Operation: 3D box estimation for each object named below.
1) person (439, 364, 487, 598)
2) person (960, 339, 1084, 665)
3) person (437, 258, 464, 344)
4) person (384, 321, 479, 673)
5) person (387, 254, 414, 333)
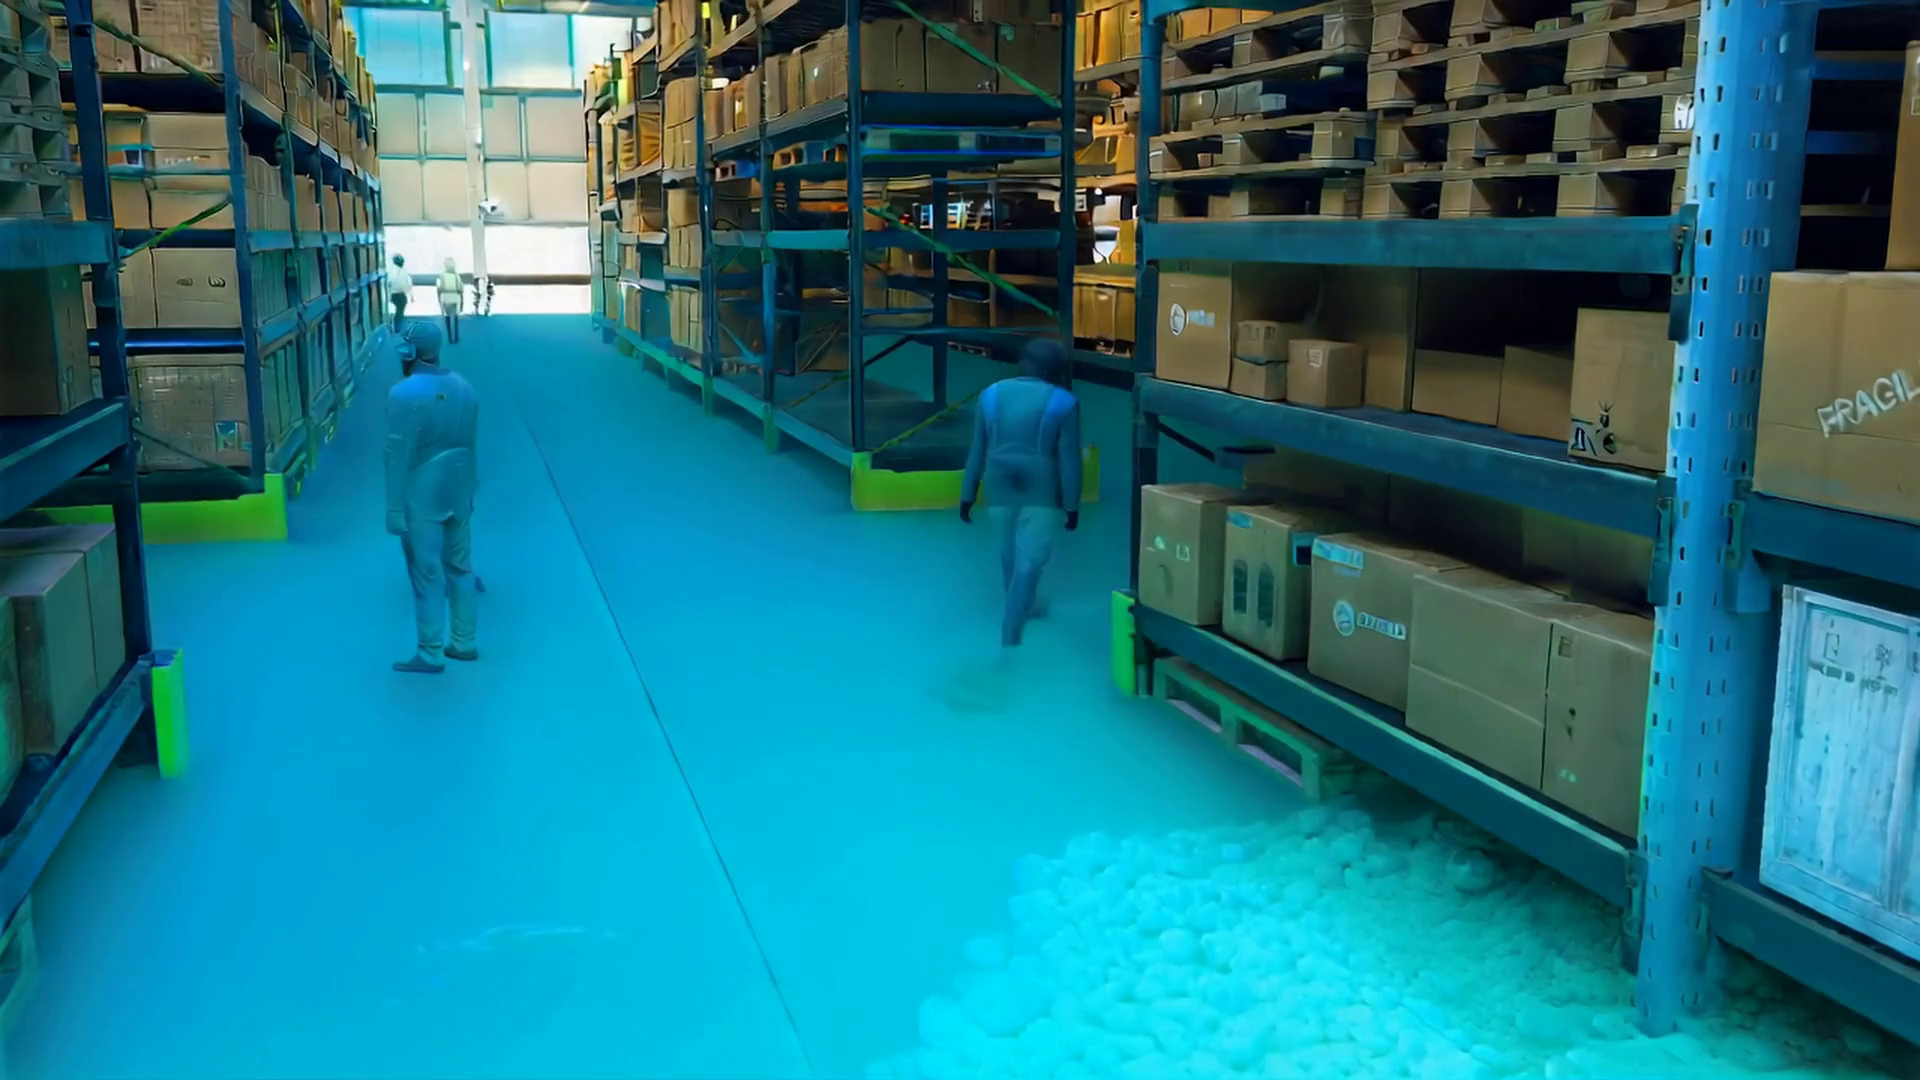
[{"bbox_3d":[-3.359,-0.412,10.801,0.429,1.618,0.533,9,14,41],"label":"person"},{"bbox_3d":[0.403,-0.235,9.375,0.697,1.785,0.866,5,12,27],"label":"person"},{"bbox_3d":[-11.226,-5.263,36.640,0.554,1.898,0.965,-3,11,-15],"label":"person"},{"bbox_3d":[-2.885,-0.232,9.047,0.399,1.900,0.645,4,11,21],"label":"person"},{"bbox_3d":[-13.530,-5.953,40.308,0.970,1.925,0.694,7,13,35],"label":"person"}]
